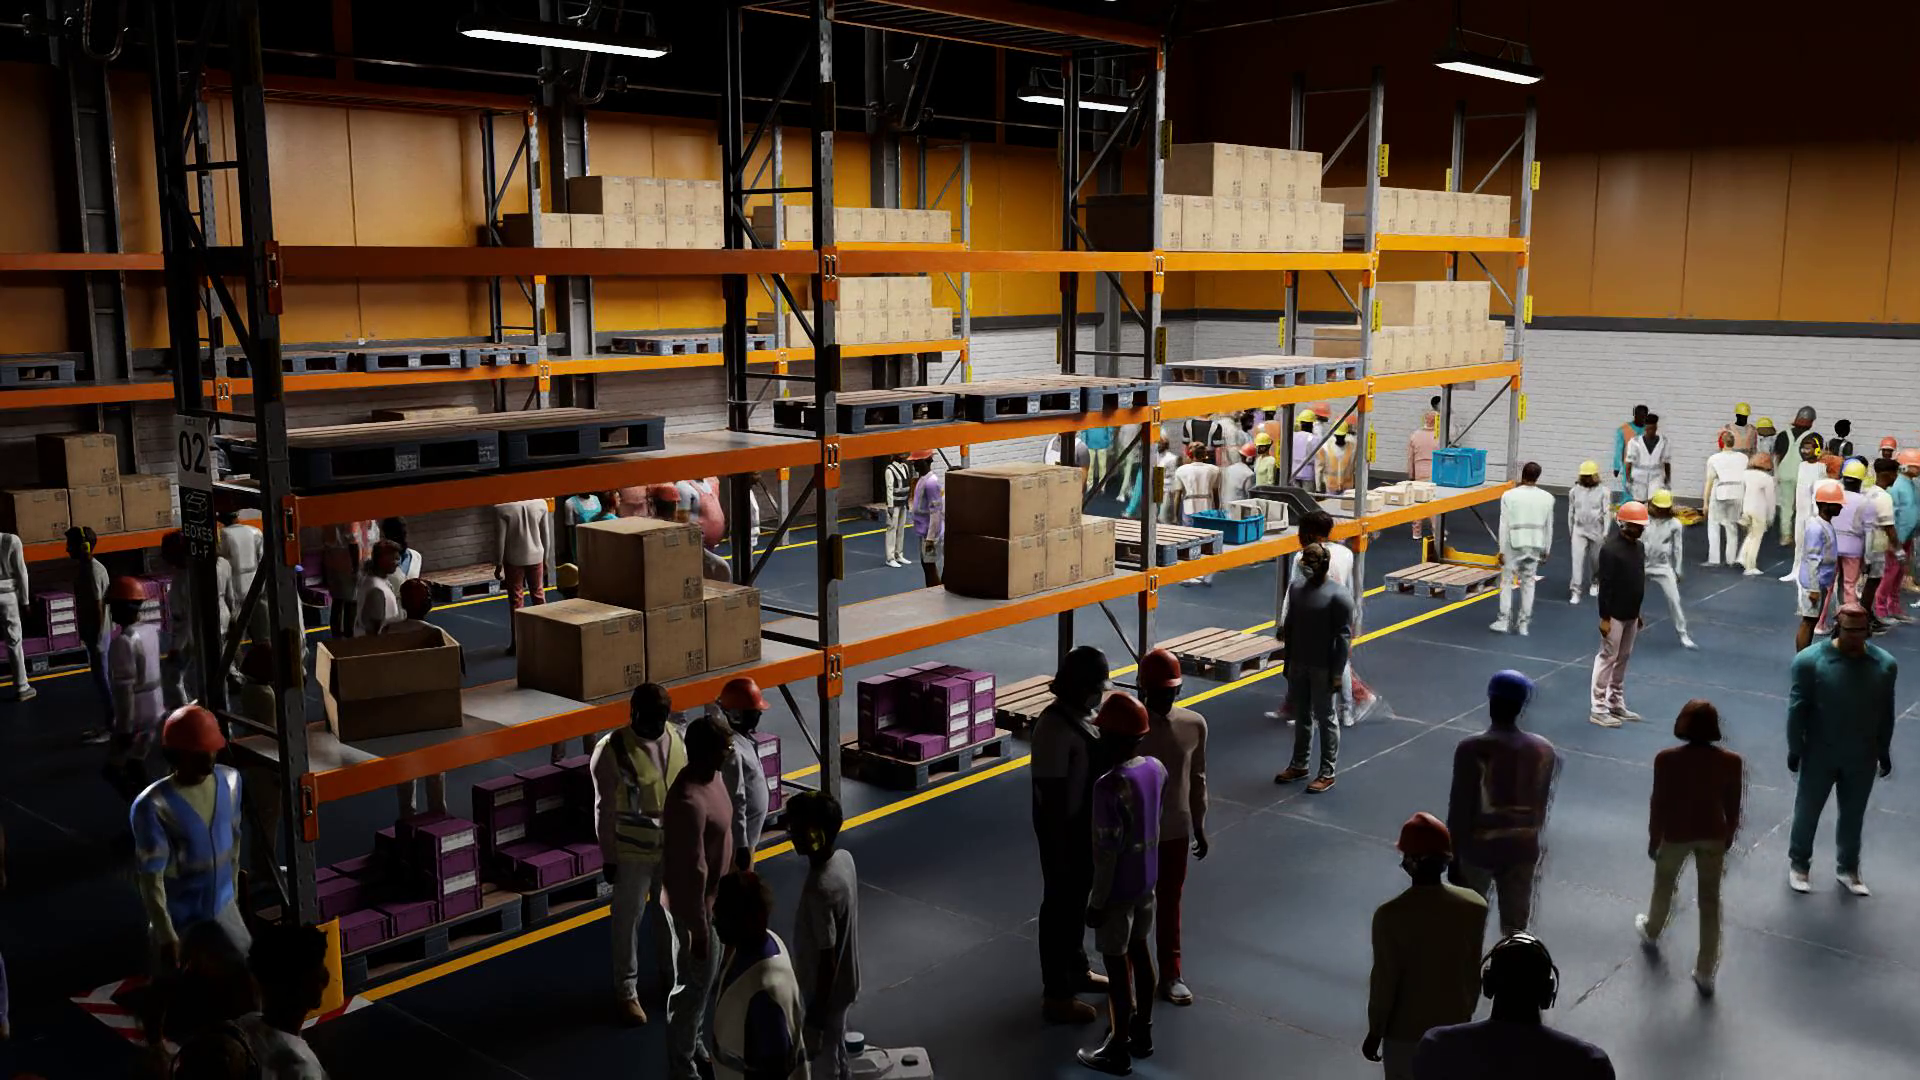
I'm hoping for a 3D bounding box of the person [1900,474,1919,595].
[{"bbox_3d":[11.782,-0.268,20.023,0.619,1.992,0.979,-3,10,-19],"label":"person"}]

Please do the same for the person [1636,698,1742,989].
[{"bbox_3d":[4.190,1.688,9.545,0.528,1.588,0.840,1,10,6],"label":"person"}]

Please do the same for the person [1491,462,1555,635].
[{"bbox_3d":[6.199,0.091,18.220,0.616,1.876,0.462,0,10,1],"label":"person"}]

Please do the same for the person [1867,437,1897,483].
[{"bbox_3d":[12.293,-0.502,22.136,0.560,1.752,0.326,4,10,22],"label":"person"}]

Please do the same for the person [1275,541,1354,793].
[{"bbox_3d":[2.729,0.968,12.812,0.372,1.940,0.630,-7,12,-35],"label":"person"}]

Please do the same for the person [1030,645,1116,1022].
[{"bbox_3d":[0.671,1.549,9.039,0.535,2.000,0.674,4,10,20],"label":"person"}]

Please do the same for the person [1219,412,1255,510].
[{"bbox_3d":[4.405,-1.224,26.670,0.598,1.672,0.553,6,11,31],"label":"person"}]

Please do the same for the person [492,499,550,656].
[{"bbox_3d":[-4.541,0.204,17.212,0.613,1.991,0.391,-8,12,-38],"label":"person"}]

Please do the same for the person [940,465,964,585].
[{"bbox_3d":[-0.066,-0.036,19.523,0.317,1.695,0.540,3,10,17],"label":"person"}]

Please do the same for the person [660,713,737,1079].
[{"bbox_3d":[-1.250,1.775,8.040,0.378,1.929,0.627,0,10,-1],"label":"person"}]

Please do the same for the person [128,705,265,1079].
[{"bbox_3d":[-3.631,1.754,7.997,1.086,1.980,0.617,5,11,28],"label":"person"}]

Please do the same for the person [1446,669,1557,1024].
[{"bbox_3d":[2.879,1.656,8.875,0.631,1.900,0.890,-1,10,-5],"label":"person"}]

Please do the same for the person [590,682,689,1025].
[{"bbox_3d":[-1.660,1.662,8.975,0.621,1.838,0.429,-8,13,-40],"label":"person"}]

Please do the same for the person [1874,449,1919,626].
[{"bbox_3d":[10.556,-0.036,18.646,0.622,1.990,0.401,-9,13,-42],"label":"person"}]

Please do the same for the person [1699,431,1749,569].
[{"bbox_3d":[10.145,-0.524,22.044,0.567,1.831,0.386,-1,10,-4],"label":"person"}]

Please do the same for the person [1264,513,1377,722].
[{"bbox_3d":[3.207,0.693,14.644,0.902,1.881,0.603,3,10,18],"label":"person"}]

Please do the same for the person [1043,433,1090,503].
[{"bbox_3d":[1.376,-0.692,22.415,0.682,2.000,0.537,6,11,31],"label":"person"}]

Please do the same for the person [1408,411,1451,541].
[{"bbox_3d":[6.857,-0.929,24.235,0.651,1.907,0.409,7,12,34],"label":"person"}]

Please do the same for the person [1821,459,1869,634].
[{"bbox_3d":[9.644,0.071,18.158,0.604,1.942,0.402,0,10,-2],"label":"person"}]

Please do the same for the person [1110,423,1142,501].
[{"bbox_3d":[2.912,-1.581,28.445,0.556,1.803,0.836,6,11,30],"label":"person"}]

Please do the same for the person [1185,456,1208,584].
[{"bbox_3d":[2.988,-0.328,21.132,0.310,1.743,0.493,3,10,17],"label":"person"}]

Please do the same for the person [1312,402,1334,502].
[{"bbox_3d":[5.622,-1.228,26.074,0.425,1.895,0.552,1,10,8],"label":"person"}]

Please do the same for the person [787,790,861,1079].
[{"bbox_3d":[-0.593,1.963,7.088,0.329,1.868,0.512,1,10,5],"label":"person"}]

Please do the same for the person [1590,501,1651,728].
[{"bbox_3d":[5.823,0.640,14.605,0.623,1.989,0.400,-8,12,-39],"label":"person"}]

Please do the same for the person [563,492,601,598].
[{"bbox_3d":[-4.041,0.150,17.973,0.343,1.847,0.507,6,11,33],"label":"person"}]

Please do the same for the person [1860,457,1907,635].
[{"bbox_3d":[10.026,0.062,18.158,0.428,1.957,0.640,3,10,15],"label":"person"}]

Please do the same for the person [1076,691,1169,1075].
[{"bbox_3d":[0.808,1.711,8.365,0.353,1.942,0.546,7,12,36],"label":"person"}]

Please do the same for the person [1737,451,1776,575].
[{"bbox_3d":[10.377,-0.349,21.613,0.358,1.619,0.533,-3,10,-19],"label":"person"}]

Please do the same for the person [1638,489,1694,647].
[{"bbox_3d":[7.439,0.288,17.599,0.665,1.708,0.470,3,10,19],"label":"person"}]

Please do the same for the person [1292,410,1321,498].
[{"bbox_3d":[5.013,-0.935,24.206,0.367,1.927,0.587,-9,13,-43],"label":"person"}]

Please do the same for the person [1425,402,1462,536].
[{"bbox_3d":[7.206,-1.099,24.844,0.703,2.000,0.621,-3,10,-19],"label":"person"}]

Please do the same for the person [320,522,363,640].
[{"bbox_3d":[-6.252,0.268,16.906,0.608,1.966,0.370,9,13,42],"label":"person"}]

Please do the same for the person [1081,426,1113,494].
[{"bbox_3d":[2.401,-1.666,29.151,0.557,1.734,0.383,2,10,9],"label":"person"}]

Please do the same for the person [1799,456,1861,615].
[{"bbox_3d":[10.083,-0.051,19.158,0.829,1.851,0.620,-4,10,-22],"label":"person"}]

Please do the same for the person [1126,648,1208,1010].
[{"bbox_3d":[1.065,1.564,9.083,0.609,1.995,0.378,-2,10,-13],"label":"person"}]

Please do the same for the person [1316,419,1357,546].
[{"bbox_3d":[5.325,-0.780,23.403,0.600,1.896,0.714,2,10,13],"label":"person"}]

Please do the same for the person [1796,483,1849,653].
[{"bbox_3d":[8.352,0.409,16.147,0.374,1.939,0.545,7,12,37],"label":"person"}]

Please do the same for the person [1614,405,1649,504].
[{"bbox_3d":[10.372,-1.119,25.431,0.593,1.885,0.718,-2,10,-11],"label":"person"}]

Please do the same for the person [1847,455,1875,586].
[{"bbox_3d":[11.269,-0.233,20.821,0.571,1.645,0.391,-9,13,-43],"label":"person"}]

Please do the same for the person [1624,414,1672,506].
[{"bbox_3d":[9.902,-0.873,23.906,0.657,1.905,1.038,4,10,20],"label":"person"}]

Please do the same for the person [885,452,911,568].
[{"bbox_3d":[-0.832,-0.459,22.225,0.310,1.638,0.522,4,11,25],"label":"person"}]

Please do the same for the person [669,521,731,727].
[{"bbox_3d":[-2.246,0.787,13.986,0.651,1.907,0.409,-1,10,-3],"label":"person"}]
